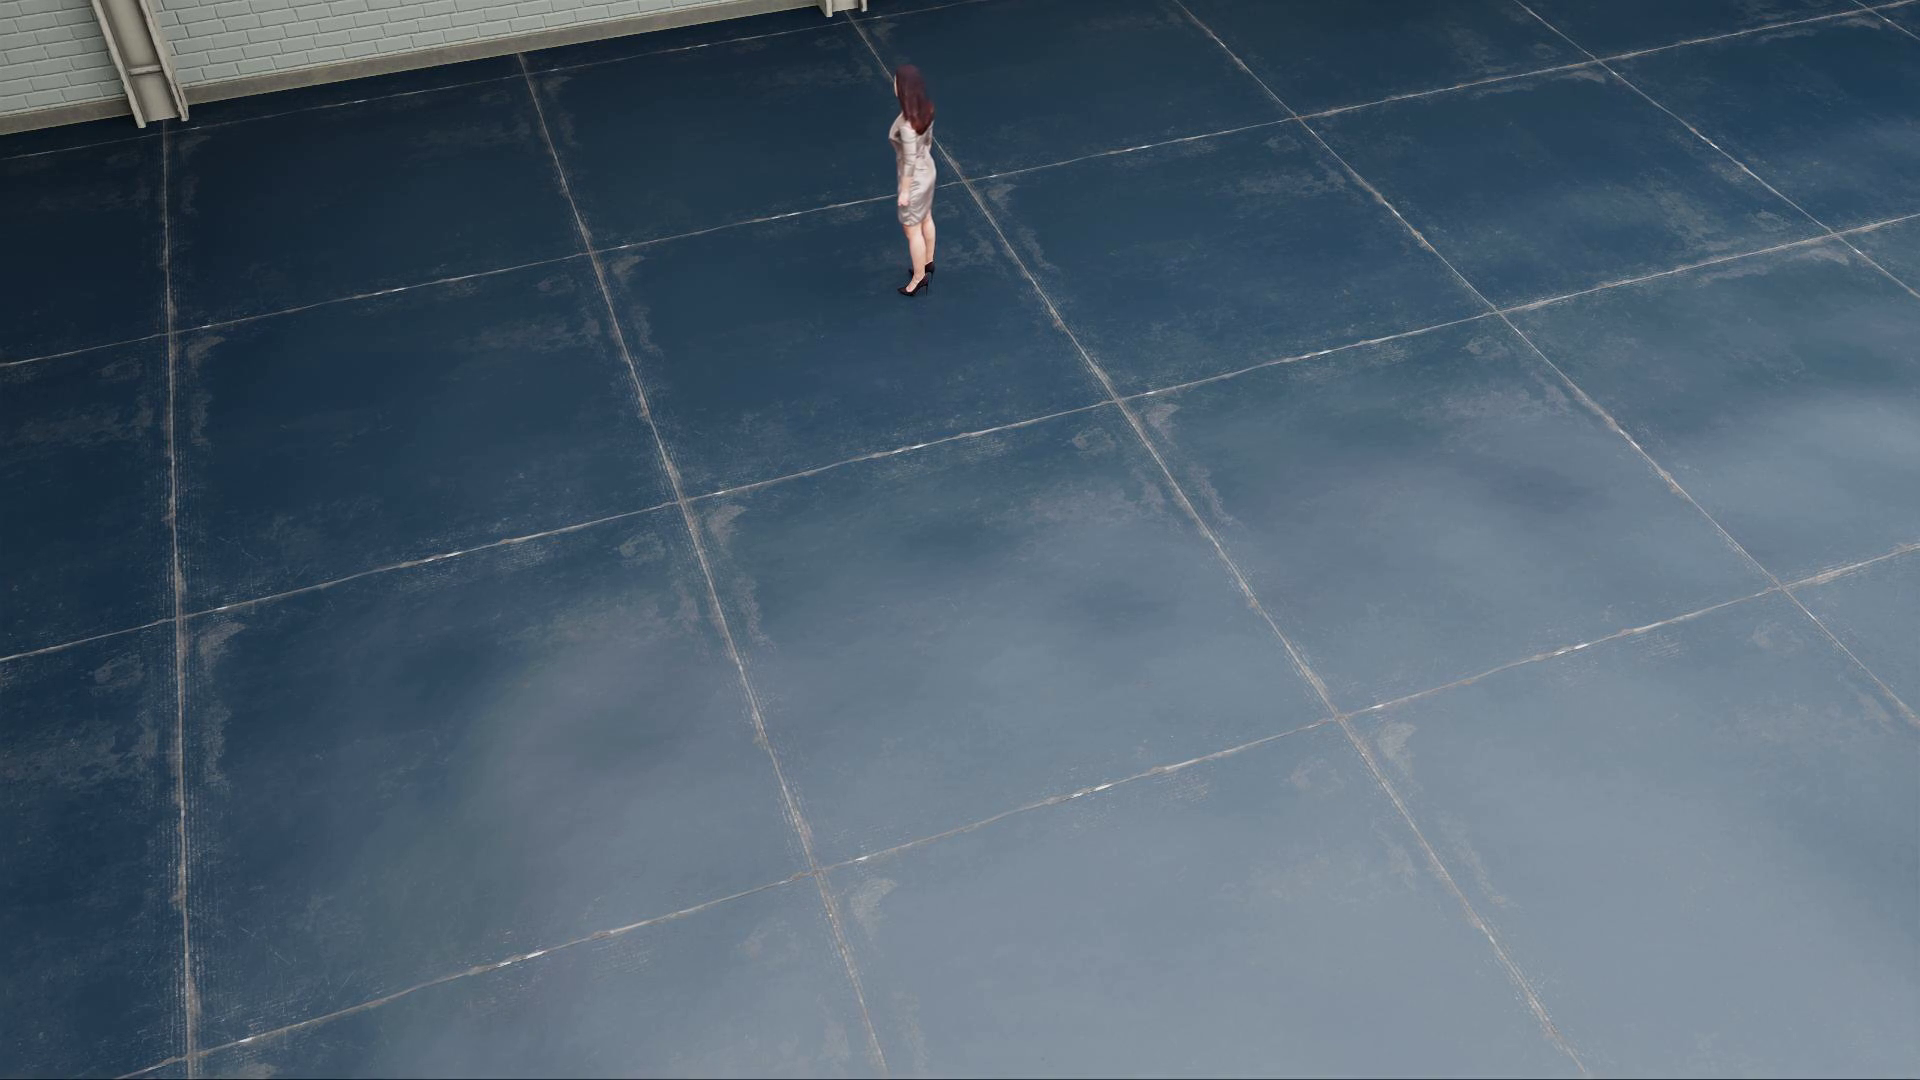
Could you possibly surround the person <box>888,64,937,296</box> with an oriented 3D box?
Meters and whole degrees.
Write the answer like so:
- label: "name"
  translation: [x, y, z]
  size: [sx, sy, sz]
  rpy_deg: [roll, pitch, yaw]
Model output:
- label: "person"
  translation: [-0.313, -2.502, 11.616]
  size: [0.708, 1.744, 0.673]
  rpy_deg: [13, 45, 14]
